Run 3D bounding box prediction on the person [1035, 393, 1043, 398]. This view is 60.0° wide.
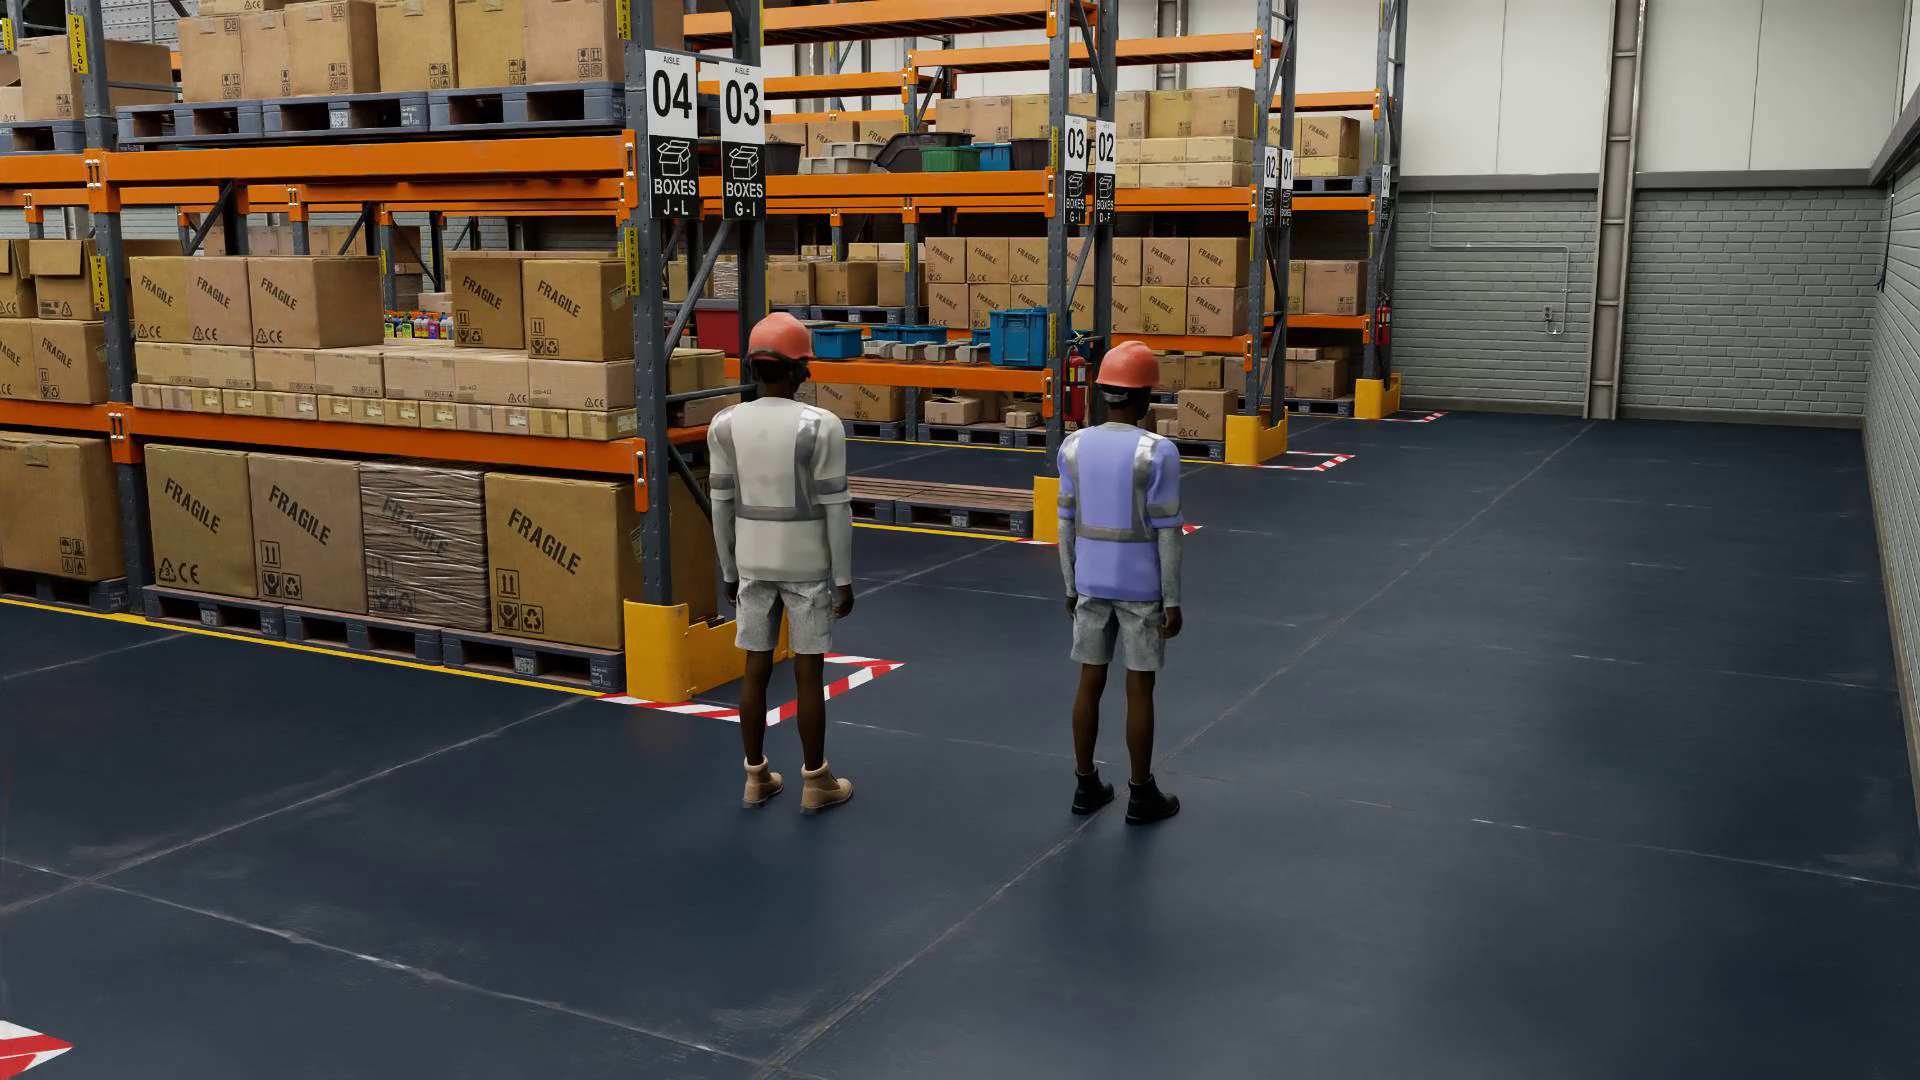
[{"bbox_3d":[1.214,-2.205,19.747,1.019,1.910,0.617,5,11,25],"label":"person"}]

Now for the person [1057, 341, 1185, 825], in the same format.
[{"bbox_3d":[0.656,0.175,6.672,0.548,1.937,0.358,7,12,33],"label":"person"}]

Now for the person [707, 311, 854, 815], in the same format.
[{"bbox_3d":[-0.712,0.103,6.769,0.608,2.048,0.365,3,11,18],"label":"person"}]
